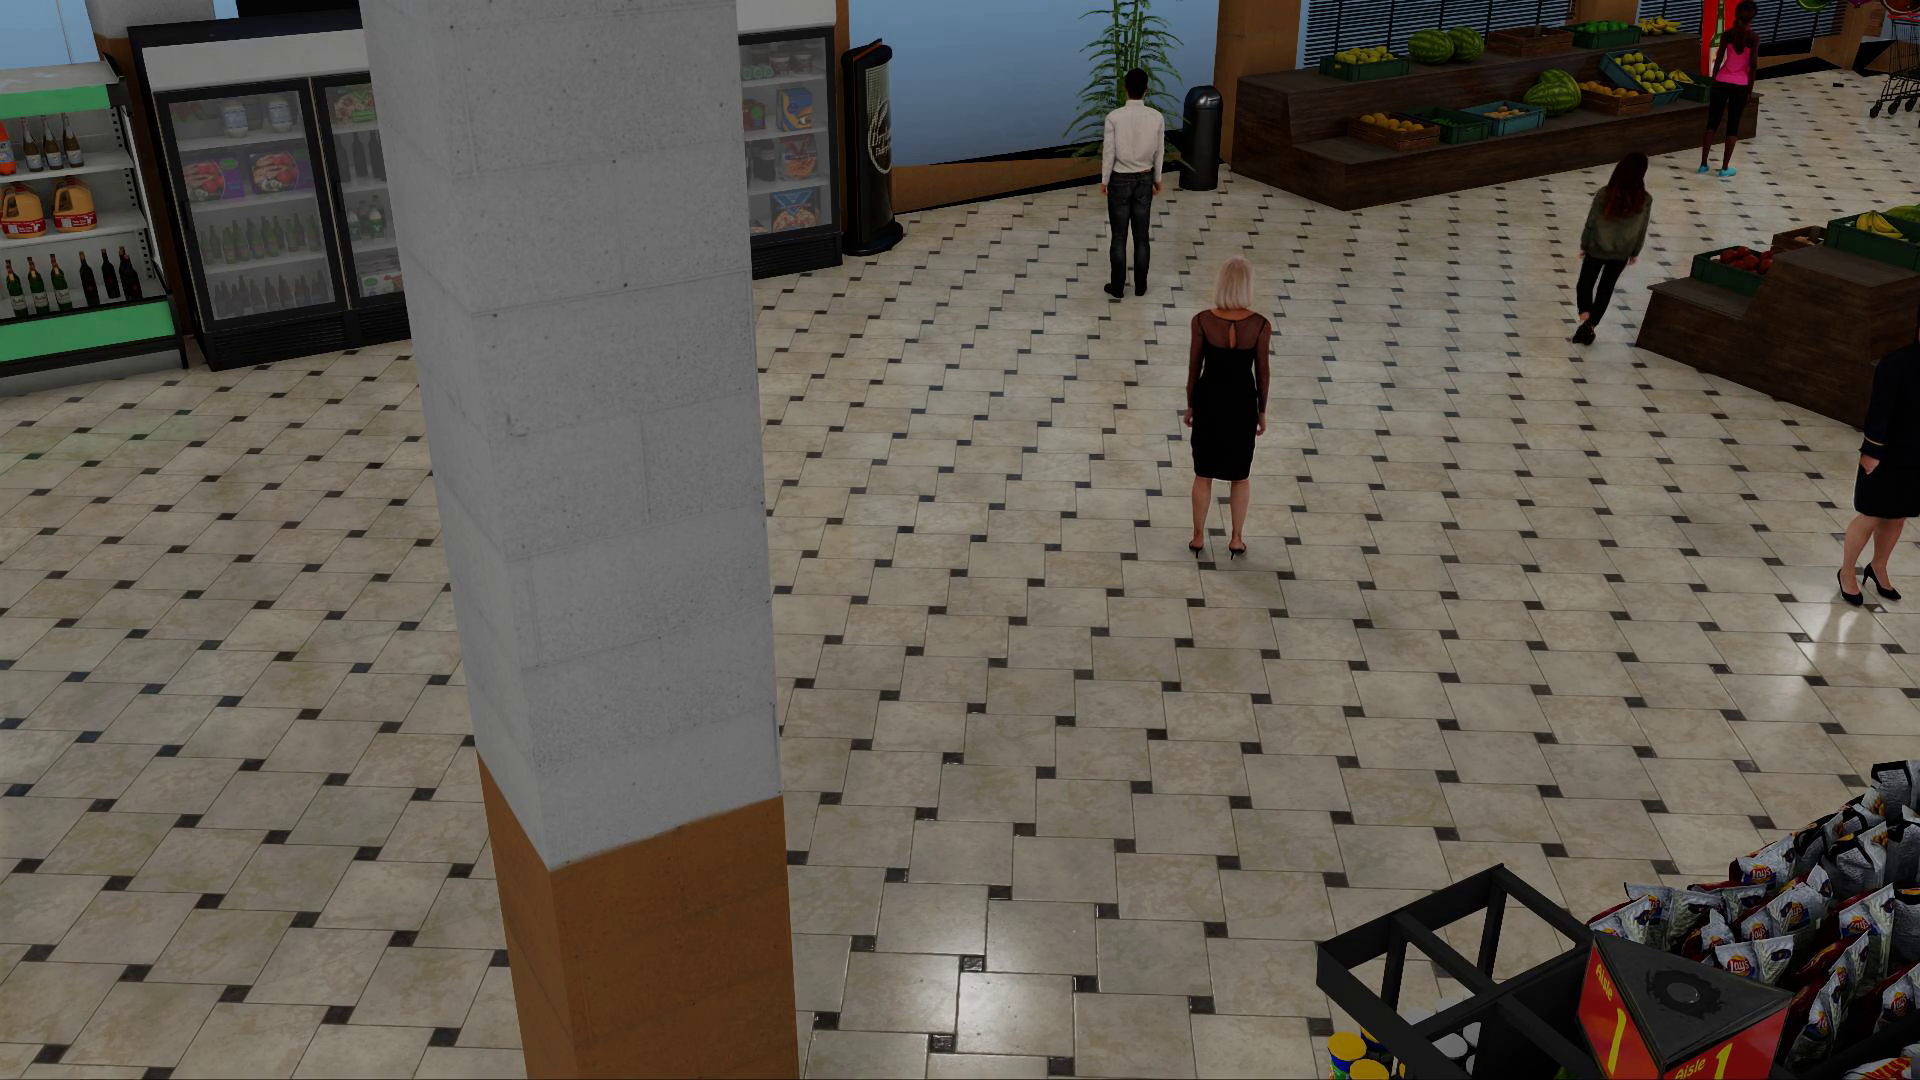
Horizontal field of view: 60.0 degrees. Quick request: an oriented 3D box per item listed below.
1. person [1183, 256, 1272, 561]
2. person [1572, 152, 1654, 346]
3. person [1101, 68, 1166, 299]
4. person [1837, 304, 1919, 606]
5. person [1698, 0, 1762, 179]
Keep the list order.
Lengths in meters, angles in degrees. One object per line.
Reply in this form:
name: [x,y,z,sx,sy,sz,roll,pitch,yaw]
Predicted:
person: [1.452,-0.707,9.132,0.655,1.746,0.730,5,27,10]
person: [4.766,-2.087,12.175,0.815,1.455,0.874,5,27,10]
person: [1.367,-2.836,13.259,0.637,1.811,0.796,-4,27,-7]
person: [4.943,-0.455,8.718,0.667,1.671,0.829,-6,28,-12]
person: [7.736,-4.536,16.708,0.628,1.723,0.633,23,35,37]
